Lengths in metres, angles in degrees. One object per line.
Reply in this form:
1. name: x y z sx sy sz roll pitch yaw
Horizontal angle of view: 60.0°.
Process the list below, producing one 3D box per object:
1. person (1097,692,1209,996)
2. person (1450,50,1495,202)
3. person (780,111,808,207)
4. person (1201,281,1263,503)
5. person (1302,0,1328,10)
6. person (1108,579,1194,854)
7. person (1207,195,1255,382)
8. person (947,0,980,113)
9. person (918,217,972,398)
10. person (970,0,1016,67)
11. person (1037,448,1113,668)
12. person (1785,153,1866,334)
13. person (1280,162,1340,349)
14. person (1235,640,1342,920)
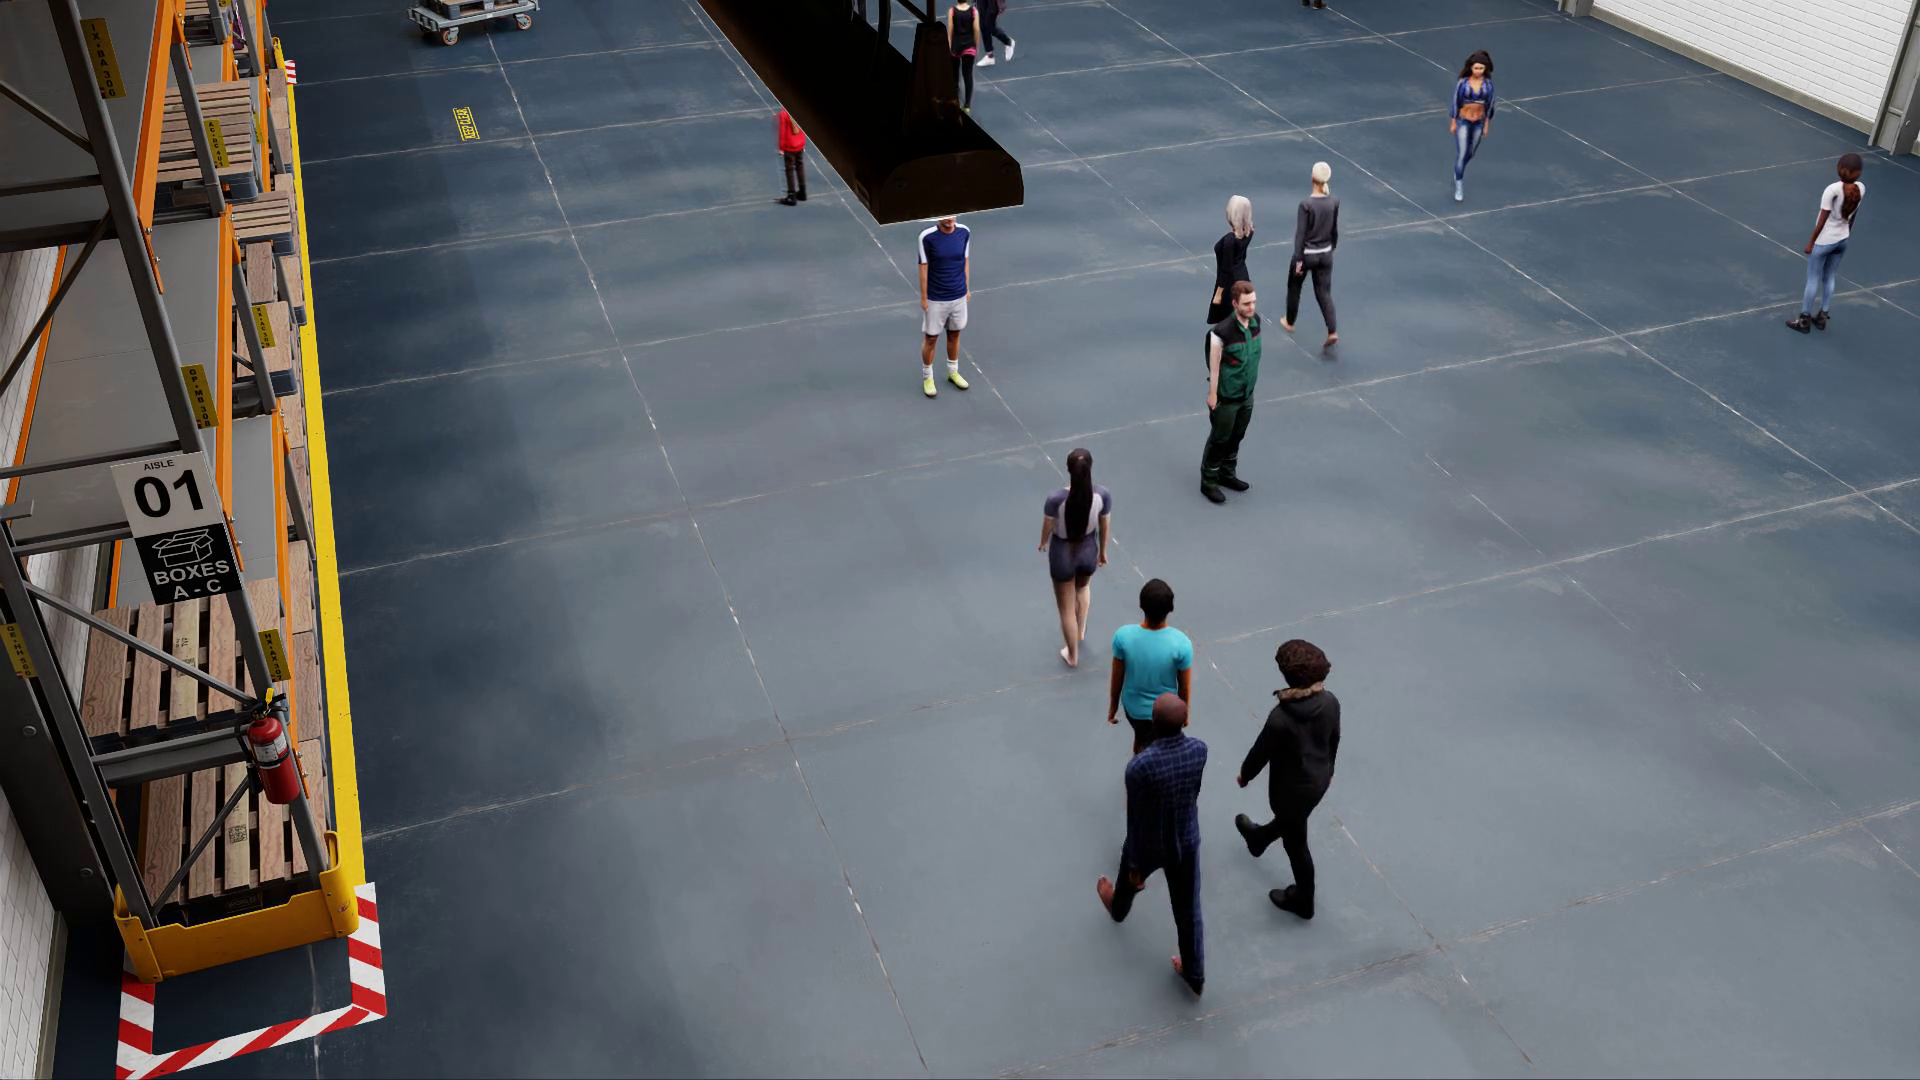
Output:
1. person: 1.128 1.648 8.800 0.710 1.763 1.158 -13 36 -19
2. person: 5.619 -4.587 18.334 0.907 1.592 1.103 4 34 6
3. person: -1.824 -4.314 18.202 0.615 1.283 0.576 24 40 31
4. person: 2.129 -1.175 12.976 0.722 1.841 0.700 -26 42 -34
5. person: 5.236 -8.713 24.385 0.672 1.766 0.780 11 35 15
6. person: 1.094 1.058 9.713 1.107 1.734 1.233 11 35 16
7. person: 2.375 -2.203 14.608 0.739 1.747 0.699 20 39 27
8. person: 0.033 -6.076 20.646 0.780 1.513 1.074 -3 34 -4
9. person: -0.135 -2.153 14.450 0.651 1.838 0.573 -15 36 -21
10. person: 0.464 -7.223 22.120 0.955 1.791 0.871 -25 41 -32
11. person: 0.793 0.162 11.152 0.610 1.633 0.696 -9 35 -14
12. person: 8.095 -2.769 15.483 0.583 1.720 0.501 -11 35 -15
13. person: 3.271 -2.571 15.211 0.685 1.692 1.065 -8 34 -11
14. person: 1.936 1.394 9.213 0.786 1.728 1.077 -22 40 -30
